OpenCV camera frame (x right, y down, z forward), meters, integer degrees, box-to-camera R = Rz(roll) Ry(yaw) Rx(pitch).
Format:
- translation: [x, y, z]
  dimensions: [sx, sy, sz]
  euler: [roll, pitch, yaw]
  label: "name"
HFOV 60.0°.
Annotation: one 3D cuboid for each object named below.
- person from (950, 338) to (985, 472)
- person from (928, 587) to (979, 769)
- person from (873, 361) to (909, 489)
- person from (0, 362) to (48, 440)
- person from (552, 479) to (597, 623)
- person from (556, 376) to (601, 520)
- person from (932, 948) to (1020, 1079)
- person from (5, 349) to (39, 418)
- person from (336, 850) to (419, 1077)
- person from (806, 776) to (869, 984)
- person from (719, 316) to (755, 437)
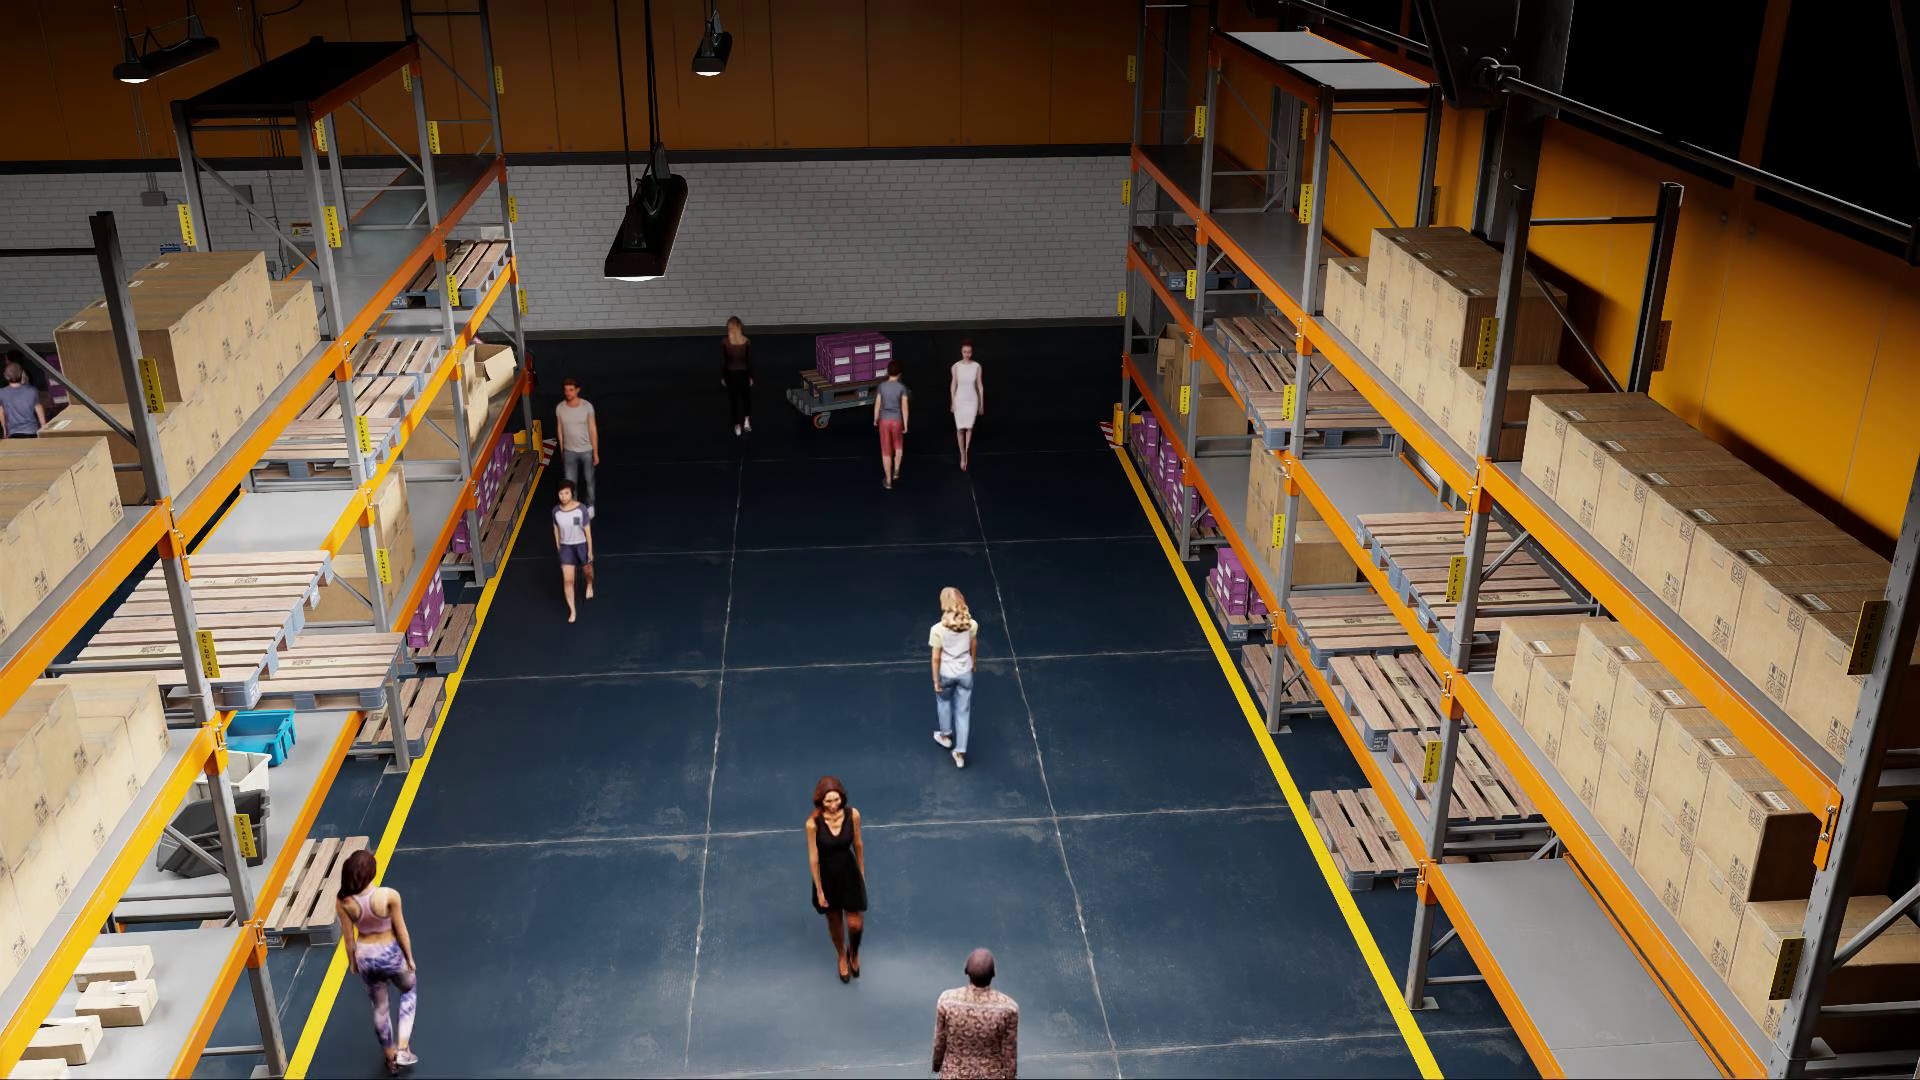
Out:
- translation: [0.080, -1.813, 21.935]
  dimensions: [0.590, 1.780, 0.654]
  euler: [-3, 24, -7]
  label: "person"
- translation: [-0.014, 1.269, 14.983]
  dimensions: [0.754, 1.702, 0.898]
  euler: [-6, 24, -14]
  label: "person"
- translation: [-0.886, -1.443, 21.296]
  dimensions: [0.645, 1.615, 0.837]
  euler: [-2, 24, -4]
  label: "person"
- translation: [-11.534, -1.230, 20.520]
  dimensions: [1.010, 1.845, 1.300]
  euler: [-13, 27, -28]
  label: "person"
- translation: [-4.142, 0.054, 17.975]
  dimensions: [0.558, 1.531, 0.974]
  euler: [-3, 24, -6]
  label: "person"
- translation: [-4.604, -1.114, 20.231]
  dimensions: [0.654, 1.864, 1.026]
  euler: [-2, 24, -4]
  label: "person"
- translation: [0.073, 3.324, 10.162]
  dimensions: [0.709, 1.797, 1.142]
  euler: [-1, 24, -3]
  label: "person"
- translation: [-12.018, -1.660, 21.649]
  dimensions: [0.739, 1.730, 0.635]
  euler: [-9, 25, -19]
  label: "person"
- translation: [-3.898, 2.895, 11.196]
  dimensions: [0.622, 1.755, 0.695]
  euler: [-4, 24, -9]
  label: "person"
- translation: [-0.925, 2.450, 12.136]
  dimensions: [0.639, 1.819, 0.685]
  euler: [-8, 25, -18]
  label: "person"
- translation: [-3.080, -2.237, 23.014]
  dimensions: [0.646, 1.693, 0.686]
  euler: [-5, 24, -11]
  label: "person"
